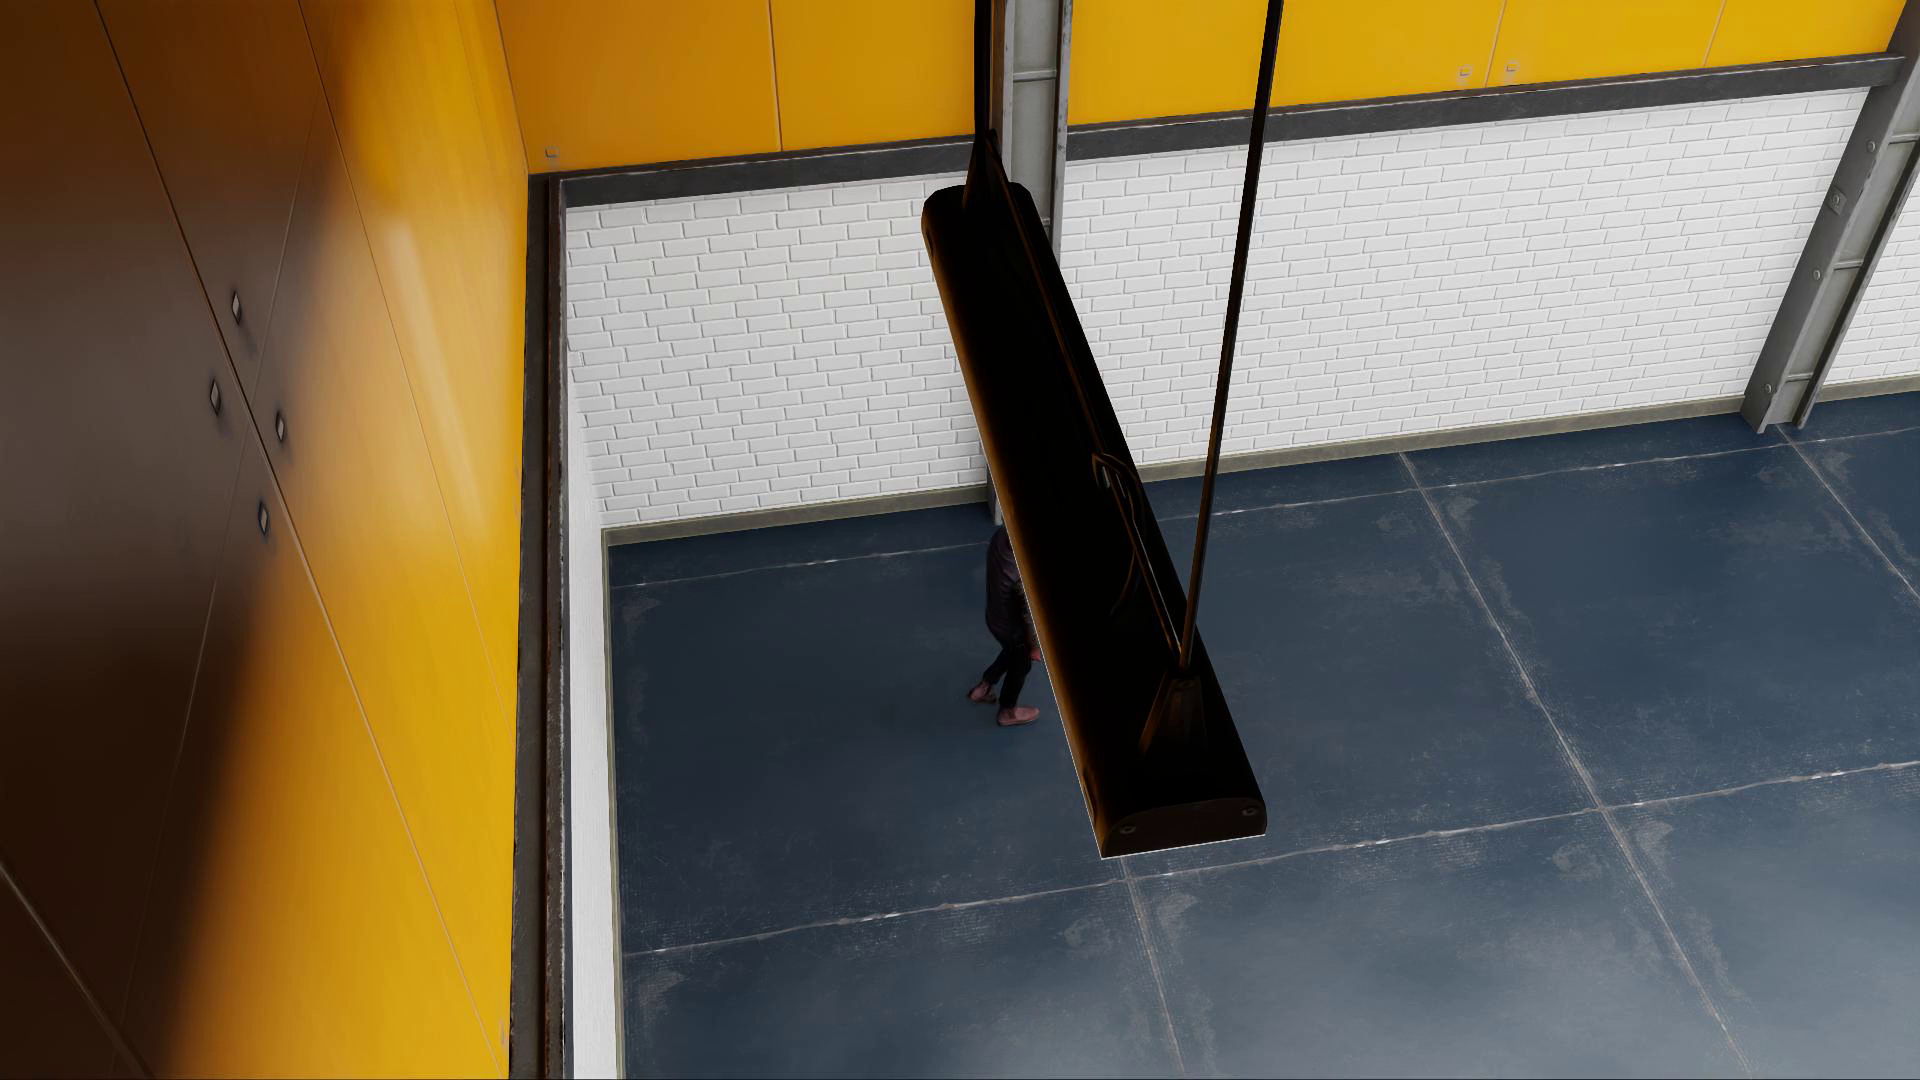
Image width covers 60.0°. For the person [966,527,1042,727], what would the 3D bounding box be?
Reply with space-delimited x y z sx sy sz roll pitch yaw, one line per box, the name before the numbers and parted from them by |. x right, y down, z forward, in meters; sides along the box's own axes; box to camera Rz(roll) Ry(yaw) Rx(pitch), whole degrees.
person | 0.250 0.503 10.126 0.749 1.827 0.753 -11 45 -12
